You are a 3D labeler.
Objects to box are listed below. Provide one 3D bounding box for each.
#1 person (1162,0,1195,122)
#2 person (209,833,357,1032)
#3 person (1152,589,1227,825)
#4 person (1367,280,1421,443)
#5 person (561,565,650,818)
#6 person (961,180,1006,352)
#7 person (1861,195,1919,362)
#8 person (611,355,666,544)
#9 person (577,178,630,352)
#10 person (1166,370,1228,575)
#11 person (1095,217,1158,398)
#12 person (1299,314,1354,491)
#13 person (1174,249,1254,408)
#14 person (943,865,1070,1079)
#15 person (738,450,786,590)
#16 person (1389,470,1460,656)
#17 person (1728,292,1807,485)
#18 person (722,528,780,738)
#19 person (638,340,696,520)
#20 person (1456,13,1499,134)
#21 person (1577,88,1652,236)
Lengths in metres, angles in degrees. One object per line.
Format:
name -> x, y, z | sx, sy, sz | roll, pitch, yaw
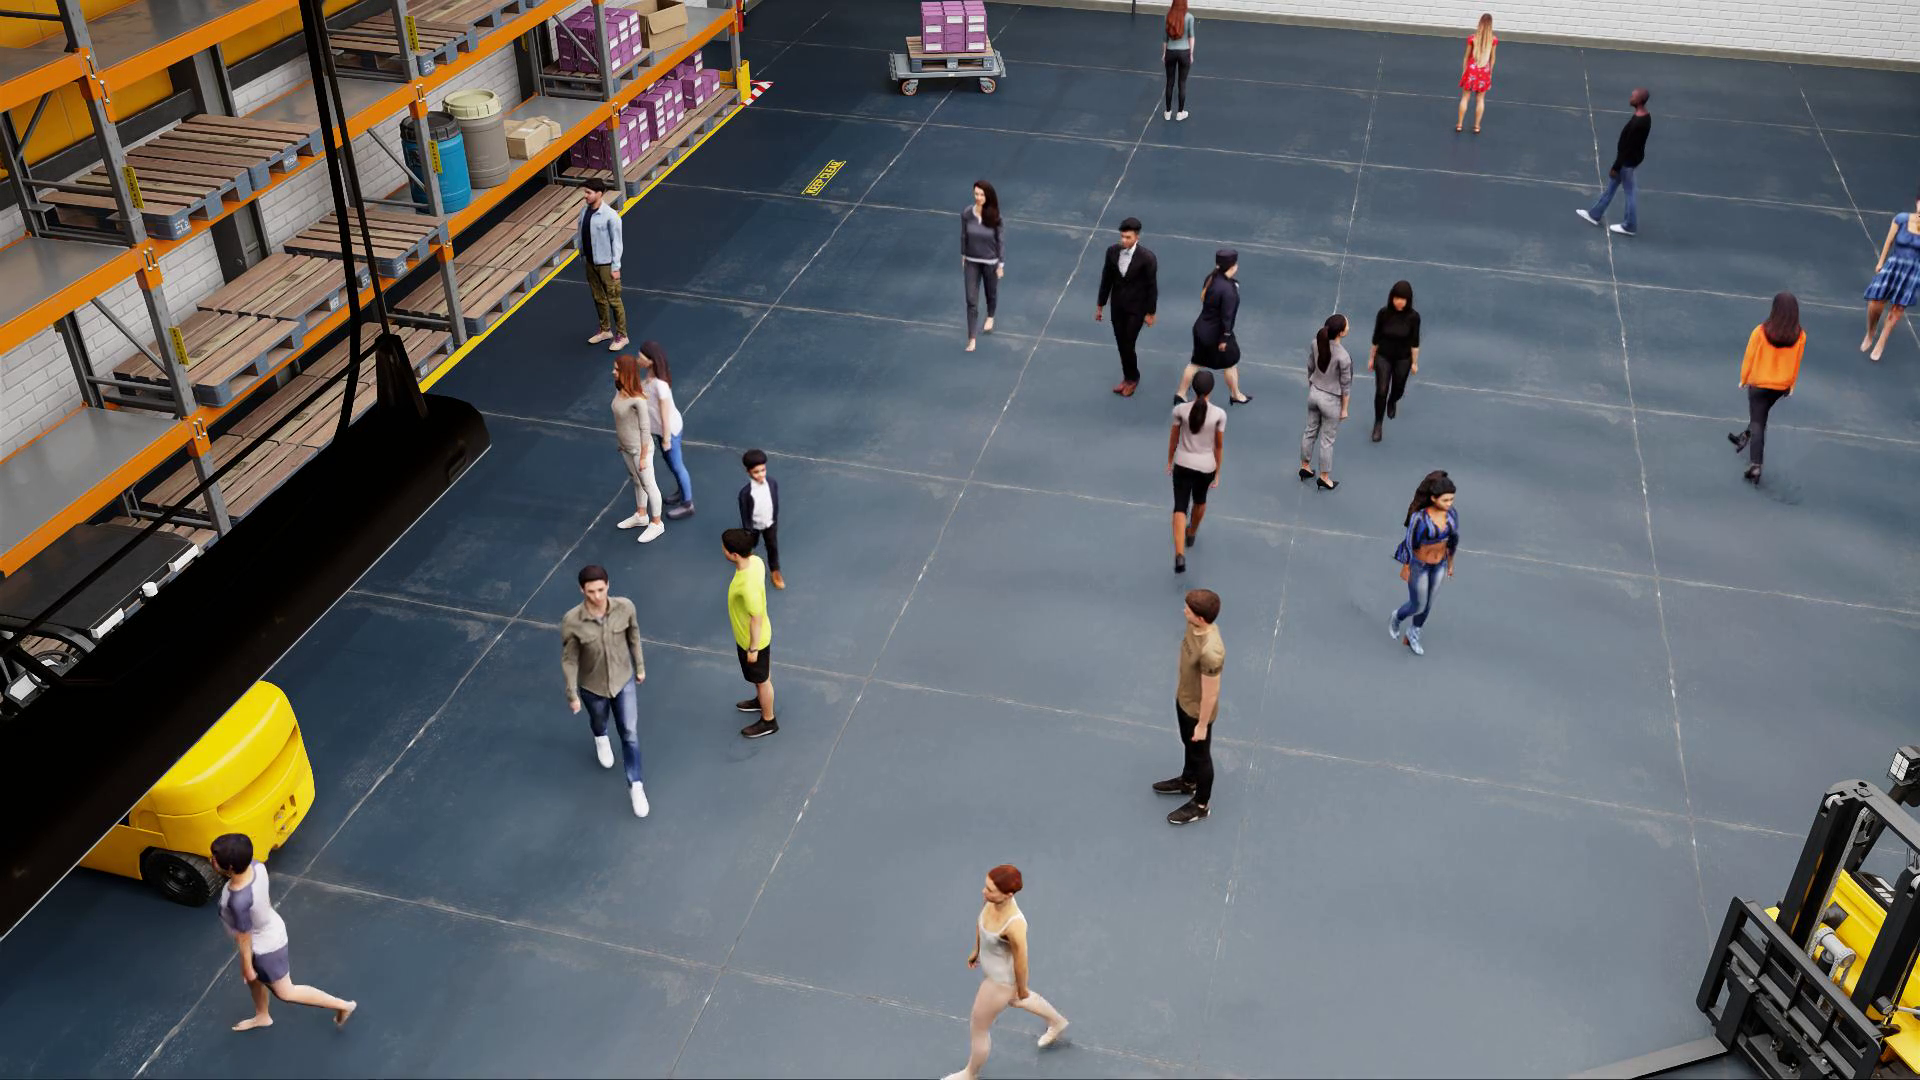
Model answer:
person -> 2.979, -6.622, 22.757 | 0.587, 1.742, 0.549 | 11, 35, 16
person -> -3.933, 2.290, 9.536 | 0.896, 1.535, 0.995 | -7, 34, -10
person -> 1.588, 1.081, 11.070 | 0.799, 1.850, 0.655 | -5, 34, -7
person -> 4.035, -1.712, 15.480 | 0.605, 1.620, 0.785 | 12, 36, 18
person -> -2.433, 0.910, 11.338 | 1.157, 1.839, 1.280 | -13, 36, -19
person -> 0.252, -2.874, 17.136 | 0.685, 1.723, 1.101 | 6, 34, 9
person -> 9.484, -2.674, 16.766 | 0.762, 1.800, 0.785 | 20, 38, 27
person -> -2.720, -0.800, 14.024 | 0.726, 1.713, 0.688 | -24, 40, -31
person -> -3.651, -2.831, 16.991 | 0.749, 1.812, 0.699 | 21, 39, 29
person -> 1.909, -0.529, 13.617 | 0.715, 1.714, 1.153 | 4, 34, 6
person -> 1.697, -2.286, 16.128 | 0.833, 1.858, 0.816 | 27, 42, 35
person -> 3.228, -1.224, 14.693 | 0.774, 1.678, 0.728 | -22, 39, -29
person -> 2.348, -1.951, 15.831 | 1.088, 1.629, 1.097 | -10, 35, -15
person -> 0.308, 2.396, 9.310 | 0.987, 1.610, 1.045 | -10, 35, -15
person -> -1.663, -0.214, 13.597 | 0.822, 1.211, 0.883 | -17, 37, -24
person -> 3.507, 0.160, 12.674 | 0.763, 1.609, 0.815 | -14, 36, -20
person -> 7.231, -1.325, 14.813 | 0.816, 1.714, 1.105 | 2, 34, 2
person -> -1.480, 0.634, 11.873 | 0.751, 1.706, 0.605 | -6, 34, -9
person -> -2.503, -0.949, 14.283 | 0.779, 1.675, 0.679 | -10, 35, -14
person -> 6.960, -6.283, 22.385 | 0.564, 1.590, 0.529 | 9, 35, 13
person -> 7.906, -4.386, 19.408 | 0.846, 1.726, 0.971 | 19, 38, 26
